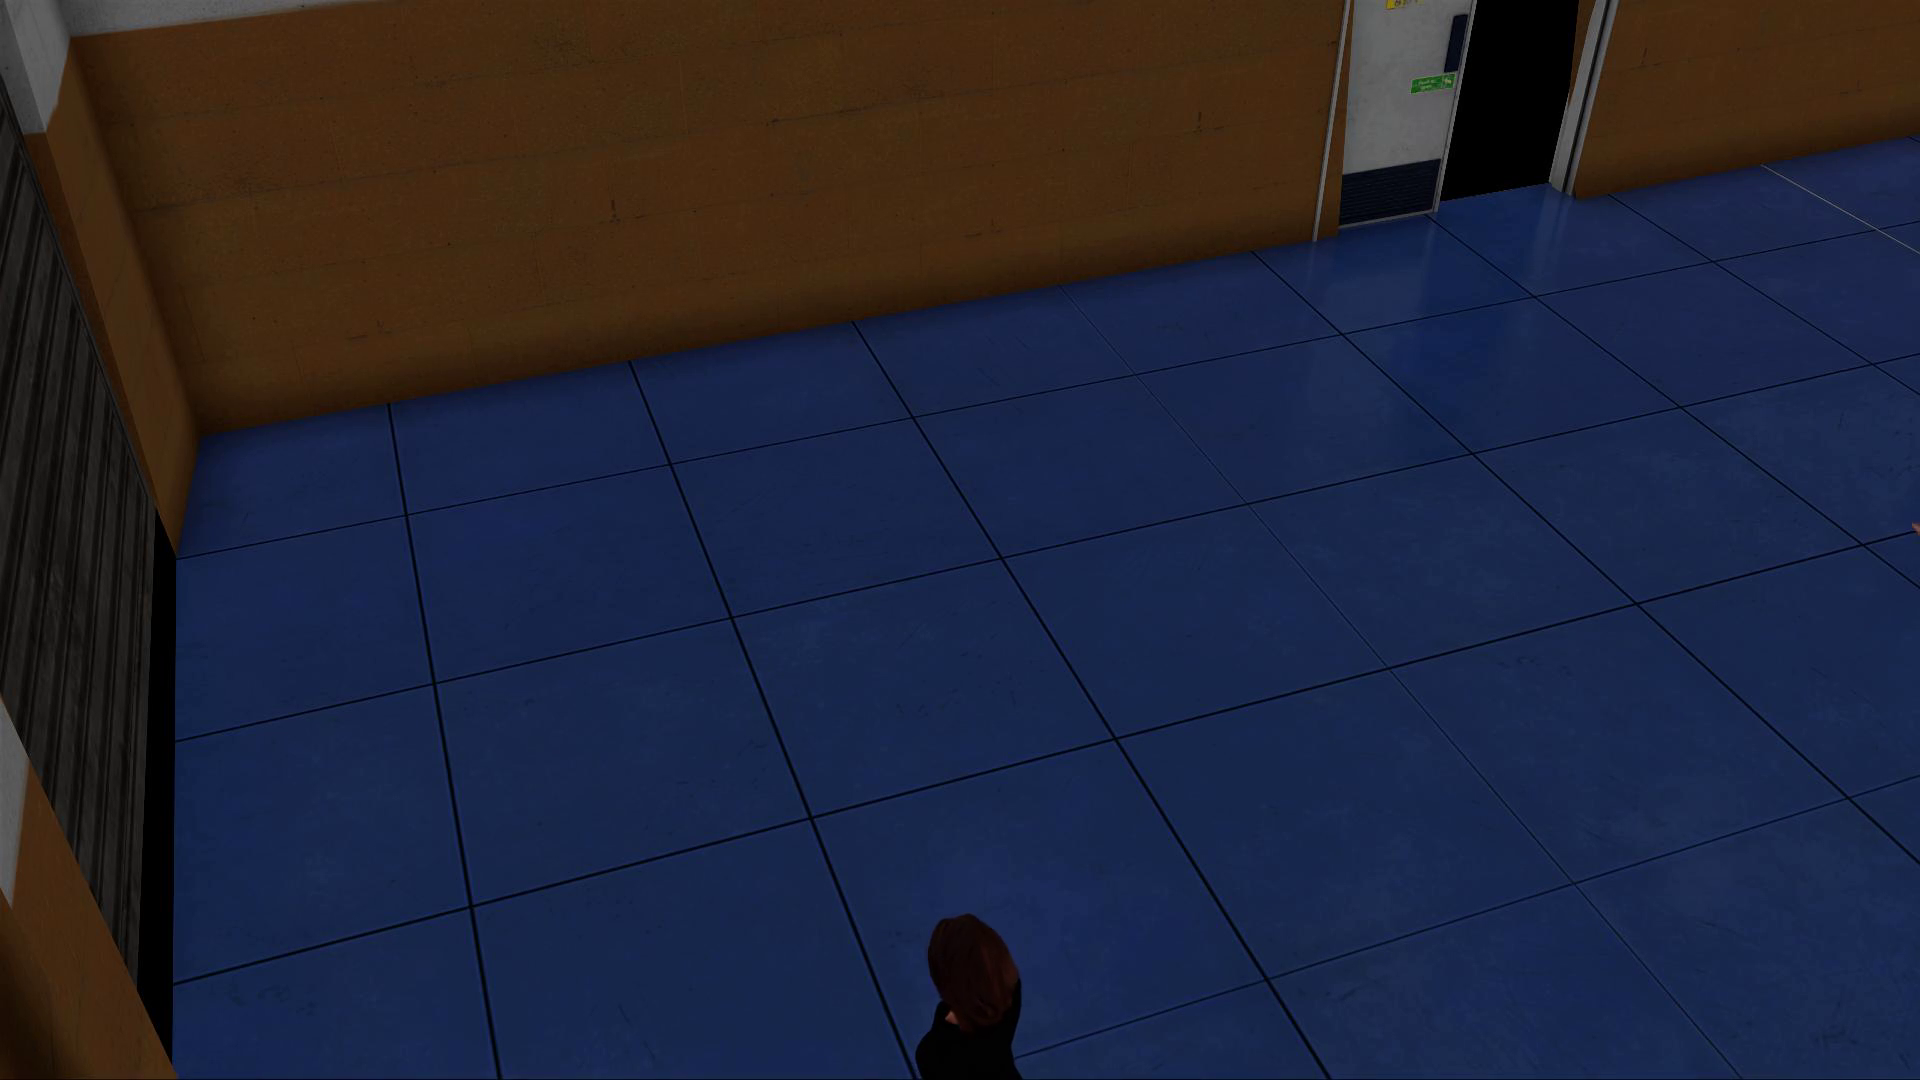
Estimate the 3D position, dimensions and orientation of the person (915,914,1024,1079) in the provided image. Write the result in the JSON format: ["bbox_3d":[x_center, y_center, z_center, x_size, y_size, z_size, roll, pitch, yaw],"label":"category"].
[{"bbox_3d":[0.063,1.623,4.554,0.721,1.704,0.635,11,38,14],"label":"person"}]
